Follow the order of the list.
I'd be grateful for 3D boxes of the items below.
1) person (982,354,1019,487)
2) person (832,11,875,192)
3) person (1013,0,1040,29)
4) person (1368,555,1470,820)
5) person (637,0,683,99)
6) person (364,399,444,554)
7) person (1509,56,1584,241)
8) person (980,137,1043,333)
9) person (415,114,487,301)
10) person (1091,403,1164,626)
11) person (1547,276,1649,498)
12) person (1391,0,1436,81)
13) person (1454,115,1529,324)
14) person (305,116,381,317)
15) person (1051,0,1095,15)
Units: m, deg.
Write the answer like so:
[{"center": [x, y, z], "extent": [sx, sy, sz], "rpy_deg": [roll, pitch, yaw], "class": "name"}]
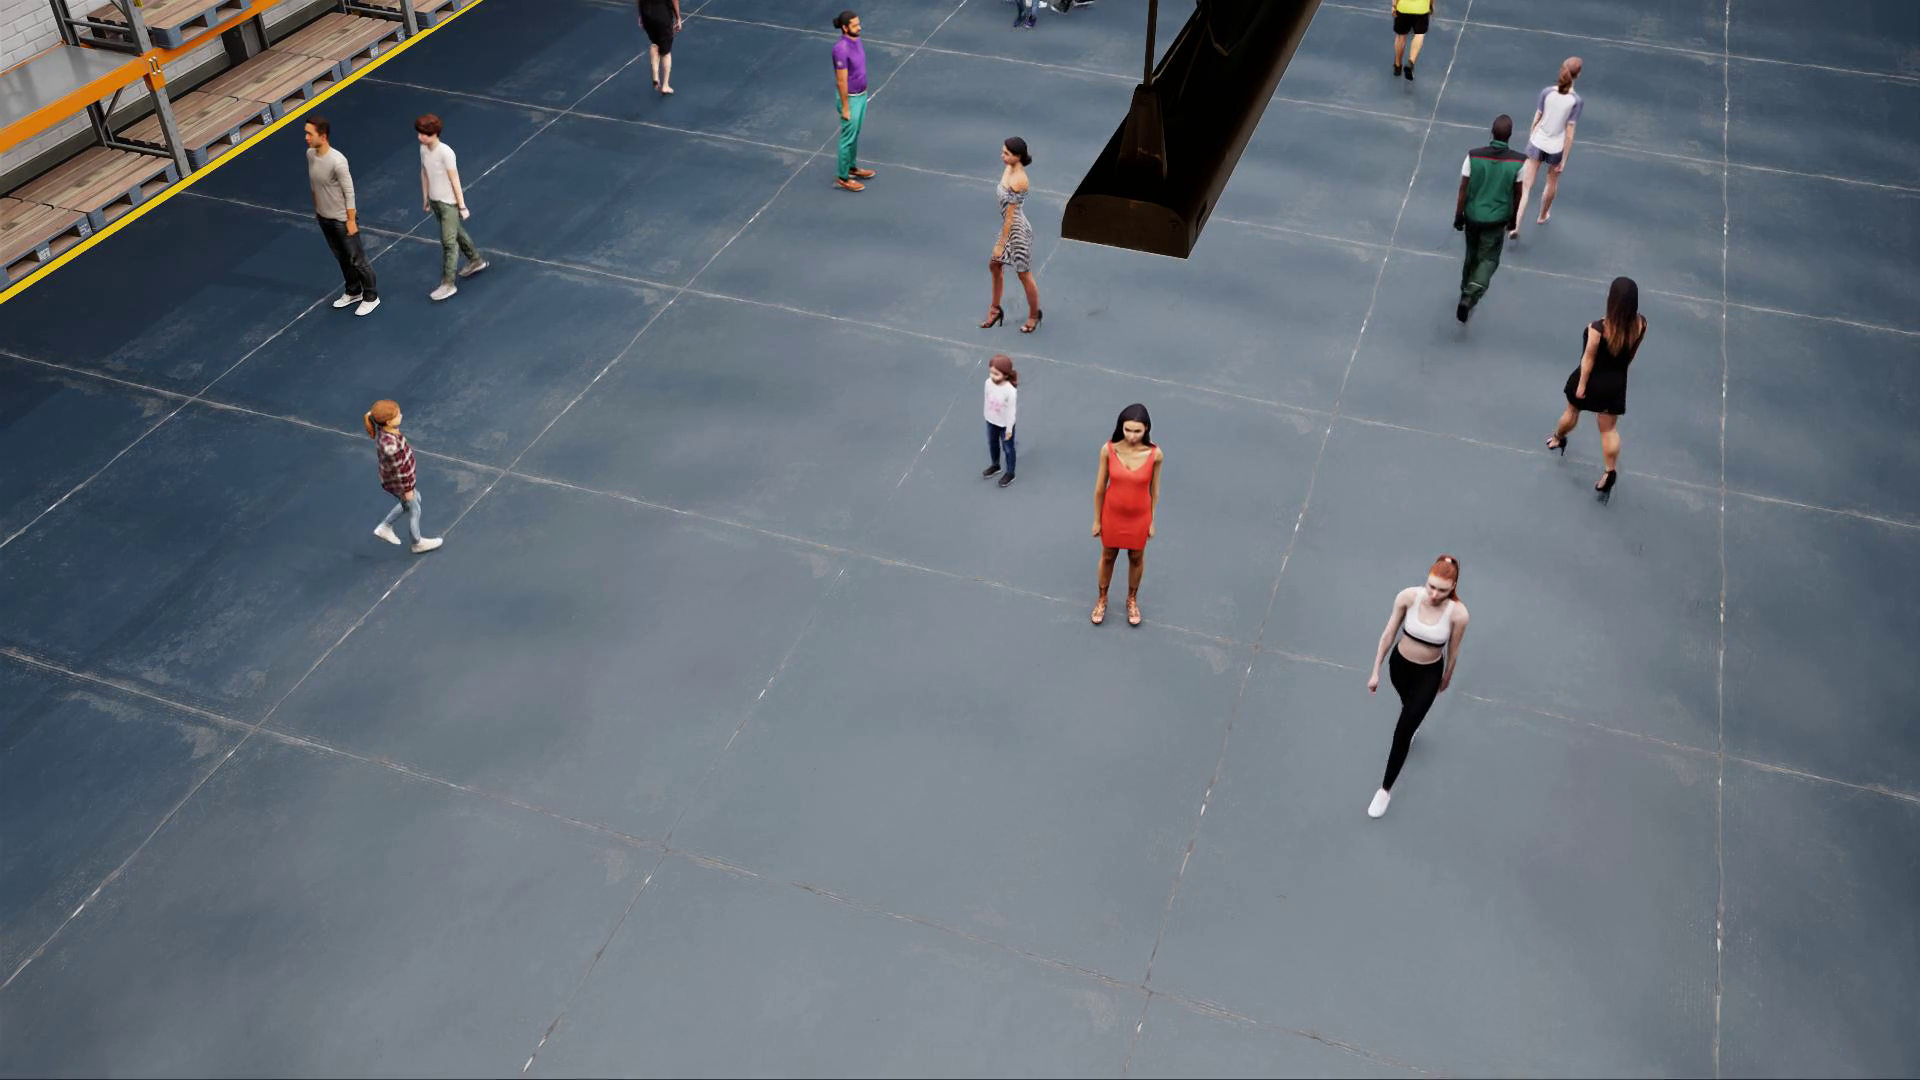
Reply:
[{"center": [0.322, -0.928, 12.609], "extent": [0.497, 1.110, 0.525], "rpy_deg": [27, 46, 29], "class": "person"}, {"center": [-1.077, -4.344, 16.360], "extent": [0.677, 1.767, 0.487], "rpy_deg": [11, 40, 13], "class": "person"}, {"center": [0.857, -6.748, 19.786], "extent": [0.542, 1.249, 0.540], "rpy_deg": [19, 42, 22], "class": "person"}, {"center": [2.762, 0.755, 10.037], "extent": [0.792, 1.690, 1.252], "rpy_deg": [22, 44, 25], "class": "person"}, {"center": [-3.298, -5.599, 17.958], "extent": [0.640, 1.734, 0.640], "rpy_deg": [9, 39, 11], "class": "person"}, {"center": [-4.060, -0.430, 11.836], "extent": [0.794, 1.296, 0.738], "rpy_deg": [-14, 41, -17], "class": "person"}, {"center": [5.429, -3.607, 15.463], "extent": [0.689, 1.735, 1.122], "rpy_deg": [18, 42, 22], "class": "person"}, {"center": [0.566, -2.562, 14.100], "extent": [0.884, 1.802, 0.849], "rpy_deg": [-10, 40, -12], "class": "person"}, {"center": [-4.533, -3.030, 14.823], "extent": [0.773, 1.632, 1.026], "rpy_deg": [25, 45, 28], "class": "person"}, {"center": [1.114, -0.172, 11.174], "extent": [0.643, 1.719, 0.617], "rpy_deg": [2, 39, 3], "class": "person"}, {"center": [4.823, -1.099, 12.373], "extent": [1.004, 1.672, 1.164], "rpy_deg": [-7, 39, -9], "class": "person"}, {"center": [5.013, -5.896, 18.357], "extent": [0.662, 1.701, 0.856], "rpy_deg": [10, 40, 12], "class": "person"}, {"center": [4.512, -2.725, 14.296], "extent": [0.775, 1.814, 1.132], "rpy_deg": [18, 42, 21], "class": "person"}, {"center": [-5.386, -2.830, 14.429], "extent": [0.693, 1.812, 0.623], "rpy_deg": [22, 44, 25], "class": "person"}, {"center": [1.538, -7.275, 20.031], "extent": [1.137, 1.766, 0.986], "rpy_deg": [-25, 45, -28], "class": "person"}]
